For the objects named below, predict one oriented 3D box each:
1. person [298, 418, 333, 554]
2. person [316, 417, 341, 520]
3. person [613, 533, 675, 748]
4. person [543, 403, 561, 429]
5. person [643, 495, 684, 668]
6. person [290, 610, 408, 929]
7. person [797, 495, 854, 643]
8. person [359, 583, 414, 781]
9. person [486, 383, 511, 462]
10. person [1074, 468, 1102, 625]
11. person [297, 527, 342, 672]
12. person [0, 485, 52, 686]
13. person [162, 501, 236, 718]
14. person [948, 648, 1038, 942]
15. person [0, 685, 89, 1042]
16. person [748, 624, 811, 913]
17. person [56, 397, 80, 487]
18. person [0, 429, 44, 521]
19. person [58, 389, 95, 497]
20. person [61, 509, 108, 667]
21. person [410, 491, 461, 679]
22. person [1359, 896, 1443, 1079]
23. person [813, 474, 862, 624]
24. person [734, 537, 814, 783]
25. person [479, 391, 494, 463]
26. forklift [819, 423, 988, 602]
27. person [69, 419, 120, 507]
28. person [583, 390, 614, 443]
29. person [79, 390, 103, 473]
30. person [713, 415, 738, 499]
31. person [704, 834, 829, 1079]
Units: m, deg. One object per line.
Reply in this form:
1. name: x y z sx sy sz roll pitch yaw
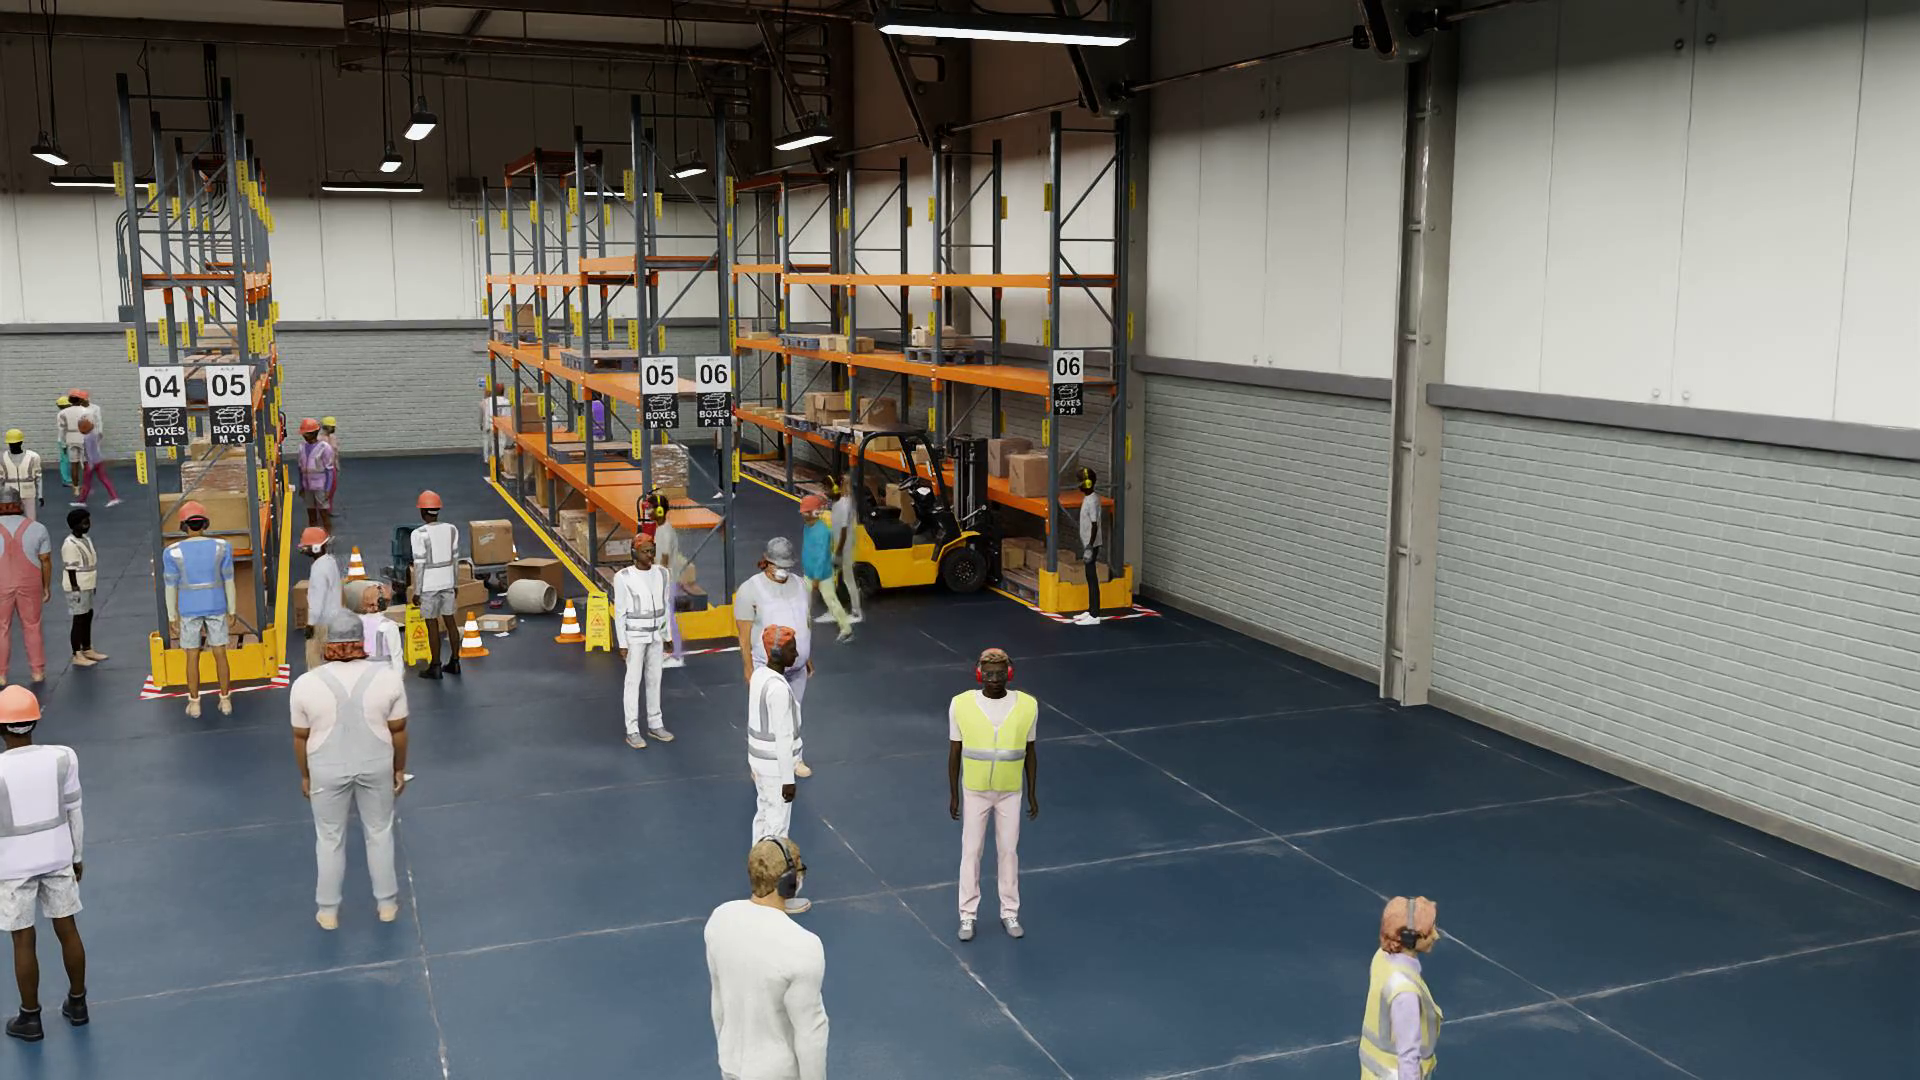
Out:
1. person: -9.574 -0.792 24.655 0.605 2.034 0.392 4 10 22
2. person: -10.741 -1.221 28.249 0.394 1.750 0.547 3 9 15
3. person: -2.772 0.873 14.650 0.356 1.883 0.574 8 12 42
4. person: -7.602 -1.680 30.927 0.410 1.820 0.595 -4 10 -22
5. person: -3.163 0.449 17.440 0.569 1.851 0.511 -3 10 -21
6. person: -3.876 1.437 10.600 0.688 2.000 0.535 -4 10 -23
7. person: -1.593 0.344 18.558 0.907 1.706 0.564 -6 11 -32
8. person: -4.728 1.170 13.541 0.521 1.638 0.311 5 10 27
9. person: -9.692 -2.387 35.199 0.622 1.870 0.539 3 10 20
10. person: 1.521 0.078 19.715 0.328 1.865 0.521 0 9 3
11. person: -6.200 0.733 15.976 0.685 1.726 0.585 -2 9 -14
12. person: -9.602 0.441 16.873 0.684 2.000 0.535 -7 11 -37
13. person: -7.113 0.650 15.587 0.606 2.035 0.405 -5 10 -29
14. person: 0.207 1.569 10.381 0.563 1.847 0.390 -1 9 -7
15. person: -5.037 1.740 9.012 0.370 1.939 0.543 8 12 41
16. person: -1.199 1.479 10.832 0.337 1.881 0.585 -4 10 -22
17. person: -17.527 -1.929 32.640 0.309 1.772 0.525 -3 9 -17
18. person: -13.635 -0.655 24.133 0.594 1.923 0.371 -4 10 -25
19. person: -16.491 -1.813 31.122 0.623 2.018 0.461 -1 9 -6
20. person: -9.308 0.501 17.609 0.320 1.687 0.539 -1 9 -8
21. person: -5.403 0.458 17.088 0.379 1.937 0.548 7 11 36
22. person: 1.788 2.242 6.797 0.310 1.638 0.523 1 9 4
23. person: -1.451 0.121 19.574 0.715 1.820 0.582 -4 10 -22
24. person: -1.460 0.965 13.571 0.677 2.000 0.536 -7 11 -37
25. person: -10.351 -2.505 36.683 0.523 1.636 0.310 1 9 8
26. forklift: -0.830 -0.399 21.676 2.313 2.155 1.214 -4 10 -21
27. person: -15.481 -1.370 29.703 0.840 1.585 0.525 -2 9 -10
28. person: -7.368 -2.159 33.863 0.633 1.841 0.429 -5 10 -29
29. person: -18.335 -2.281 34.945 0.577 1.740 0.352 -3 10 -18
30. person: -4.350 -1.689 30.804 0.514 1.876 0.328 4 10 24
31. person: -0.766 2.122 6.660 0.625 1.930 0.380 8 12 40
